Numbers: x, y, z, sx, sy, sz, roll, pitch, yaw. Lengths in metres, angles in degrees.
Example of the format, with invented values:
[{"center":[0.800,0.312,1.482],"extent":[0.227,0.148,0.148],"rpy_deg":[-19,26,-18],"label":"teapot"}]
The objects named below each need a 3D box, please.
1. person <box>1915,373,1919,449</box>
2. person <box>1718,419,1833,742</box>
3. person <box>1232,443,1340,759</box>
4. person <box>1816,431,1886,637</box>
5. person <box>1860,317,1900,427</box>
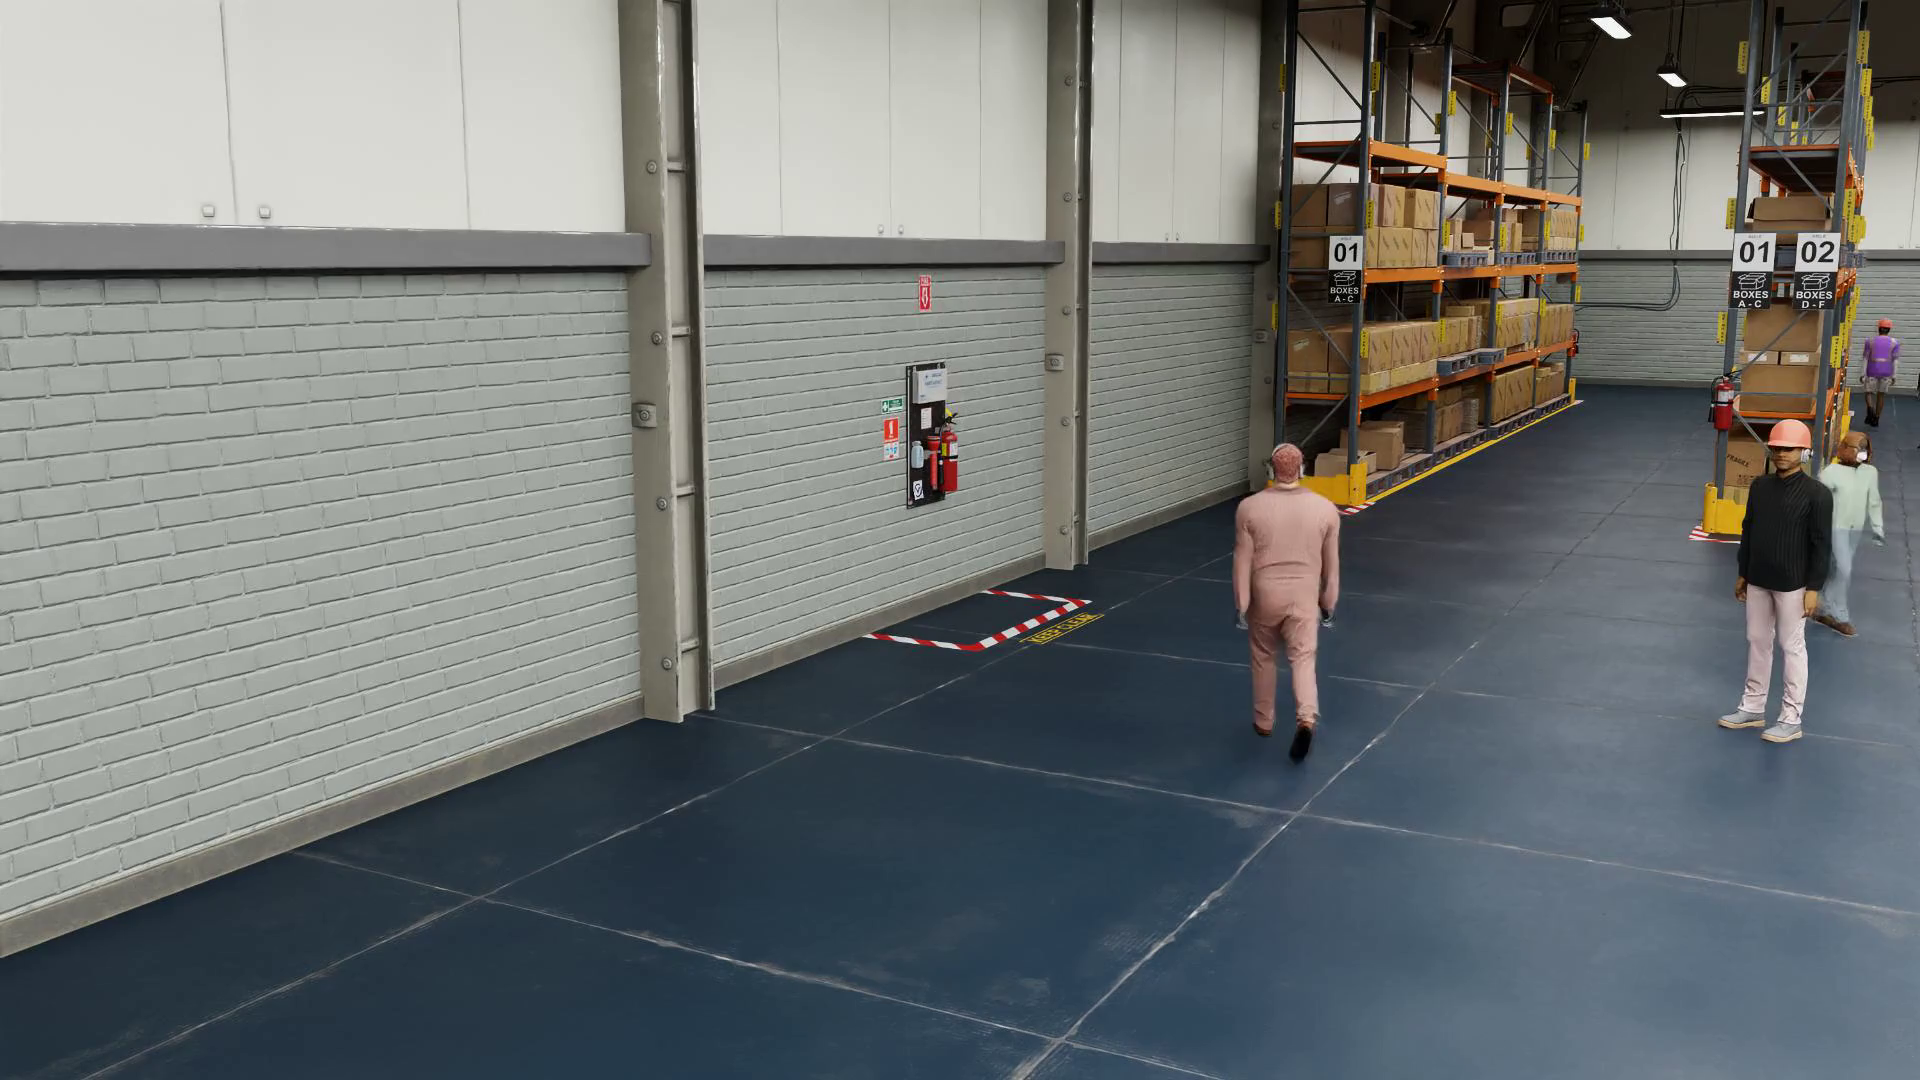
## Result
[{"center":[15.082,-2.315,25.711],"extent":[0.528,1.864,0.315],"rpy_deg":[5,11,28],"label":"person"},{"center":[5.085,0.244,10.334],"extent":[0.368,1.996,0.622],"rpy_deg":[-4,10,-21],"label":"person"},{"center":[1.973,0.350,10.076],"extent":[0.646,1.878,0.885],"rpy_deg":[0,10,3],"label":"person"},{"center":[7.083,-0.051,13.183],"extent":[0.507,1.607,0.681],"rpy_deg":[-3,10,-17],"label":"person"},{"center":[16.129,-2.938,29.173],"extent":[0.578,1.922,0.450],"rpy_deg":[4,11,24],"label":"person"}]
